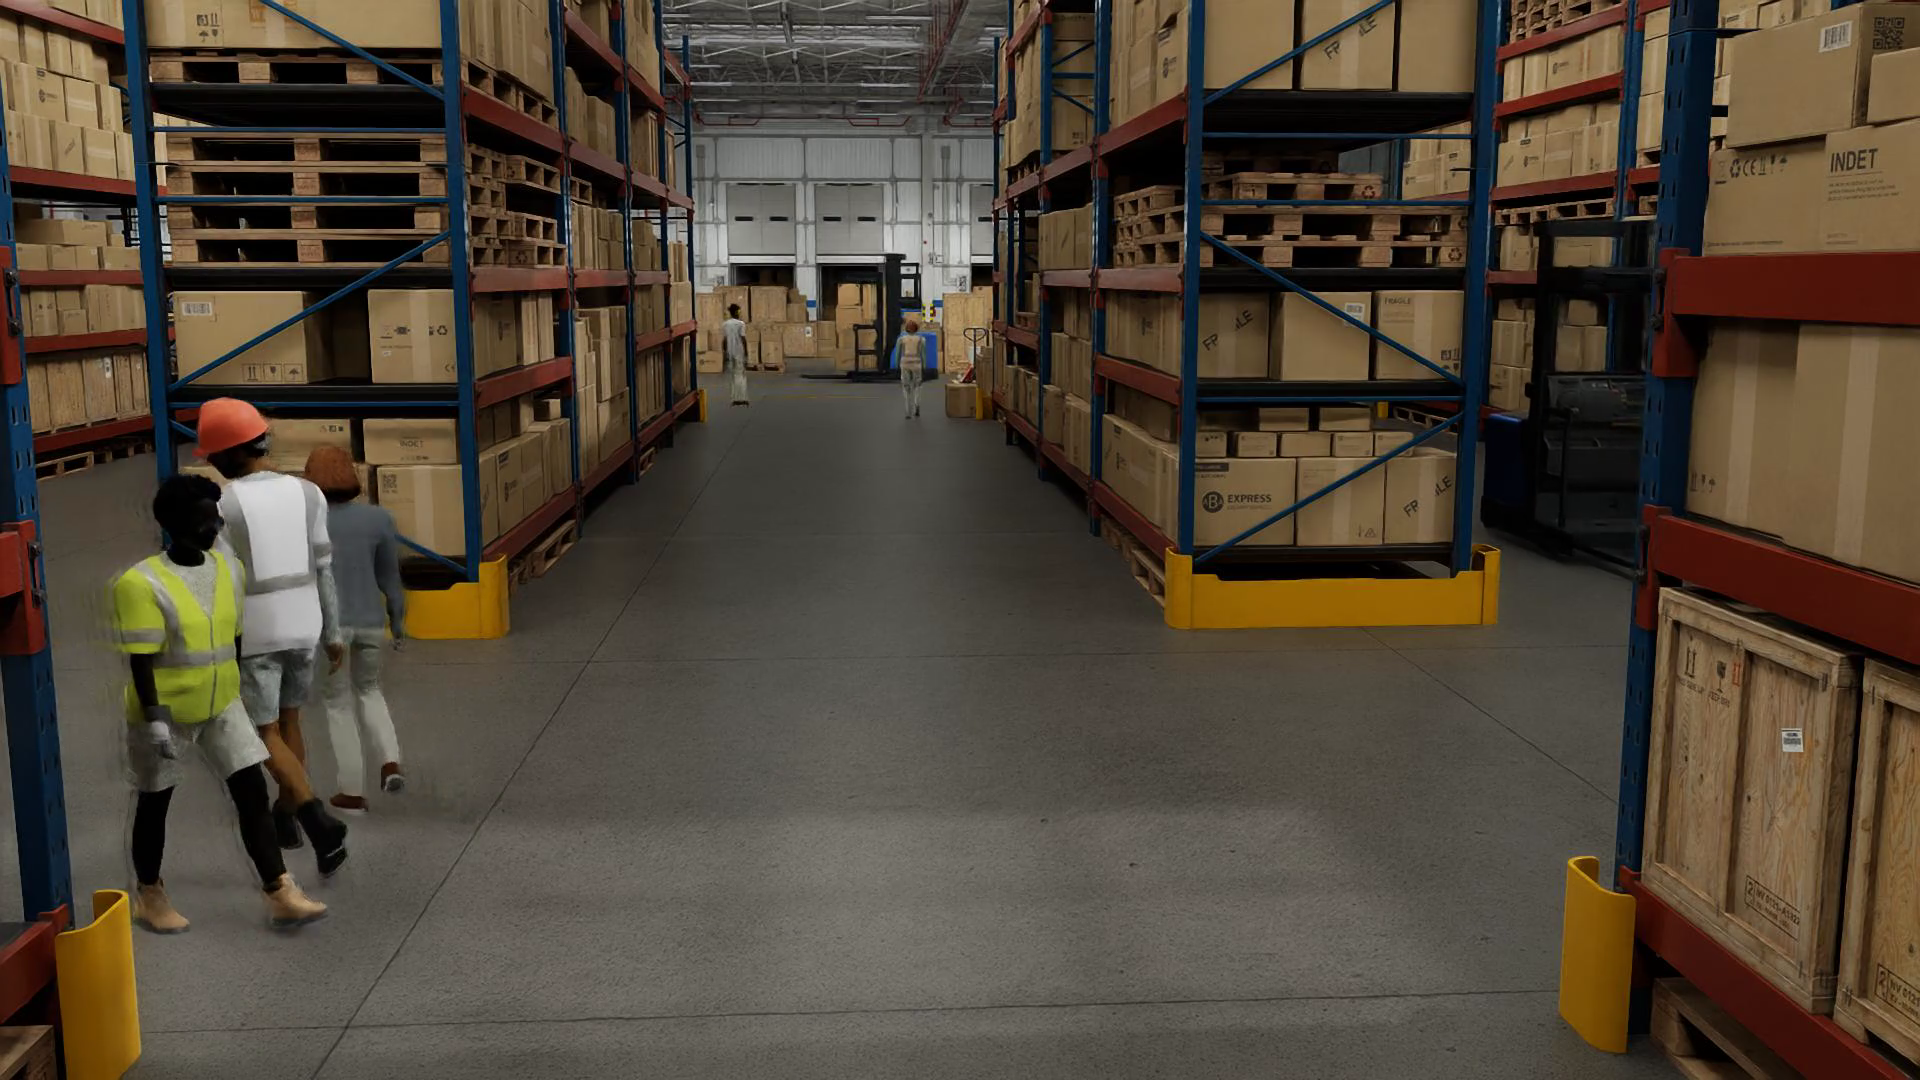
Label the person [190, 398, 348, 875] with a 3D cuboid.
[{"bbox_3d":[-2.688,0.380,6.568,0.848,1.897,0.573,7,12,39],"label":"person"}]

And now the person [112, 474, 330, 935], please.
[{"bbox_3d":[-2.641,0.607,5.839,0.819,1.666,0.552,5,10,28],"label":"person"}]

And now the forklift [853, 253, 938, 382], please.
[{"bbox_3d":[-1.440,-4.903,36.619,1.873,2.768,1.129,-1,9,-5],"label":"forklift"}]

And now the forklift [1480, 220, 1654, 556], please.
[{"bbox_3d":[5.423,-1.376,14.472,1.129,2.768,1.873,-1,9,-4],"label":"forklift"}]

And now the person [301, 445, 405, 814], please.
[{"bbox_3d":[-2.707,0.395,7.315,0.363,1.616,0.505,9,13,44],"label":"person"}]

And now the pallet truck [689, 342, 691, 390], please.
[{"bbox_3d":[-5.225,-3.008,27.480,1.885,1.965,0.823,2,9,14],"label":"pallet truck"}]

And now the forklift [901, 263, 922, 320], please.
[{"bbox_3d":[-1.987,-9.022,62.479,1.129,2.768,1.873,-1,9,-4],"label":"forklift"}]

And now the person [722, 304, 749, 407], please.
[{"bbox_3d":[-4.011,-3.298,29.831,0.531,1.837,0.393,4,10,24],"label":"person"}]

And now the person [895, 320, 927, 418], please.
[{"bbox_3d":[-0.814,-2.836,27.590,0.534,1.609,0.694,0,9,1],"label":"person"}]

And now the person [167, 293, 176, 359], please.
[{"bbox_3d":[-22.160,-5.990,46.433,0.381,1.923,0.591,1,9,9],"label":"person"}]

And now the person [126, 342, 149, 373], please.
[{"bbox_3d":[-17.698,-4.339,36.031,0.613,1.939,0.843,1,9,3],"label":"person"}]
